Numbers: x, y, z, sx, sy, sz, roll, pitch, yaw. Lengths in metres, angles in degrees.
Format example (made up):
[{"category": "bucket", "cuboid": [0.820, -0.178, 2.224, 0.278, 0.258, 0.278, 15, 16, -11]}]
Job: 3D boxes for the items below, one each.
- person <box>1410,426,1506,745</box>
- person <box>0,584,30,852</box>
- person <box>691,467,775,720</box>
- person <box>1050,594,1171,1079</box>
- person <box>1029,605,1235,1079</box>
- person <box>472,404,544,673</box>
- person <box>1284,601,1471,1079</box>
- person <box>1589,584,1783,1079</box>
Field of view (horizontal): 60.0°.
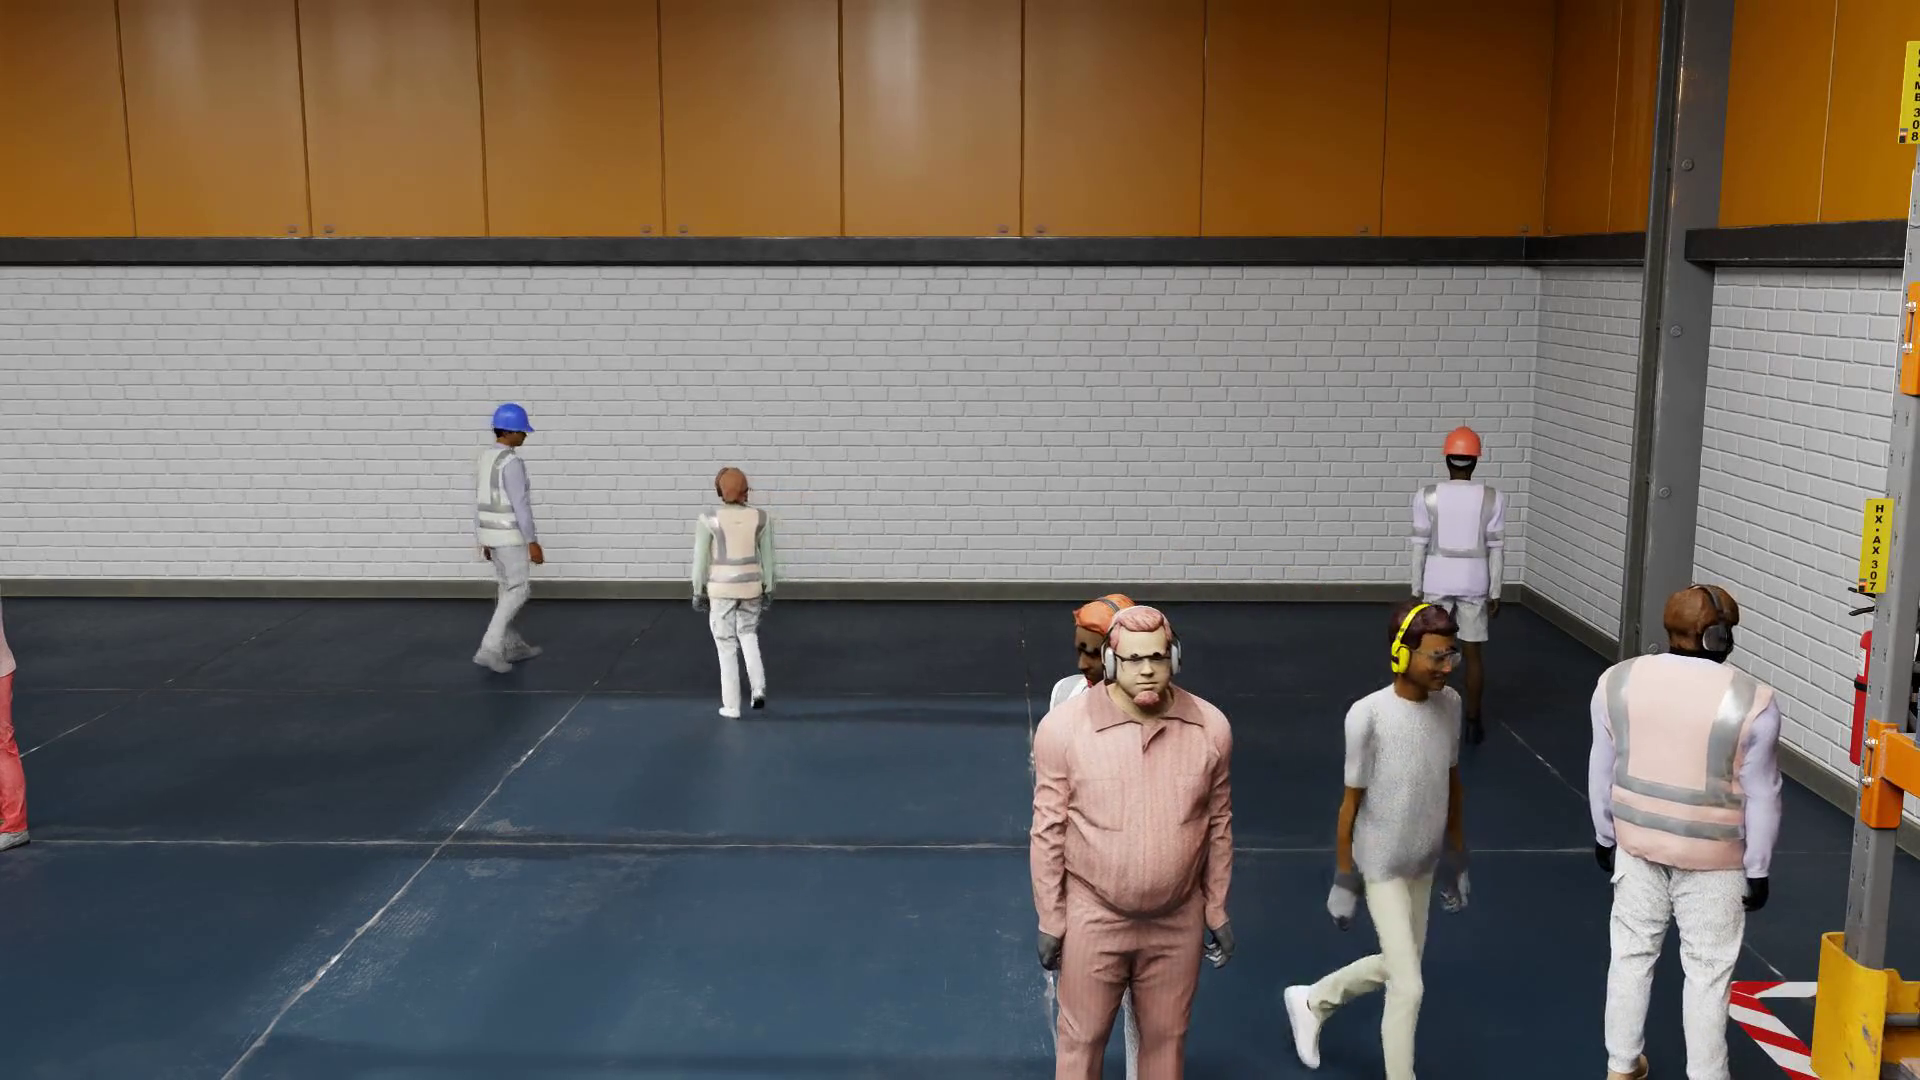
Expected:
[{"category": "person", "cuboid": [3.021, 0.276, 10.136, 0.551, 1.932, 0.378, 3, 10, 15]}, {"category": "person", "cuboid": [-4.872, 0.679, 8.253, 0.327, 1.760, 0.523, -7, 12, -35]}, {"category": "person", "cuboid": [-1.459, 0.345, 10.657, 0.519, 1.628, 0.374, -6, 11, -31]}, {"category": "person", "cuboid": [0.479, 1.094, 5.379, 0.573, 1.887, 0.355, 9, 13, 42]}, {"category": "person", "cuboid": [0.534, 1.138, 5.058, 0.639, 1.910, 0.407, -2, 10, -9]}, {"category": "person", "cuboid": [-3.289, -0.017, 11.971, 0.604, 1.925, 0.638, -6, 11, -34]}, {"category": "person", "cuboid": [1.429, 1.083, 5.626, 0.518, 1.844, 0.796, -6, 11, -33]}, {"category": "person", "cuboid": [2.485, 1.061, 5.726, 0.625, 1.840, 0.430, 9, 13, 43]}]
